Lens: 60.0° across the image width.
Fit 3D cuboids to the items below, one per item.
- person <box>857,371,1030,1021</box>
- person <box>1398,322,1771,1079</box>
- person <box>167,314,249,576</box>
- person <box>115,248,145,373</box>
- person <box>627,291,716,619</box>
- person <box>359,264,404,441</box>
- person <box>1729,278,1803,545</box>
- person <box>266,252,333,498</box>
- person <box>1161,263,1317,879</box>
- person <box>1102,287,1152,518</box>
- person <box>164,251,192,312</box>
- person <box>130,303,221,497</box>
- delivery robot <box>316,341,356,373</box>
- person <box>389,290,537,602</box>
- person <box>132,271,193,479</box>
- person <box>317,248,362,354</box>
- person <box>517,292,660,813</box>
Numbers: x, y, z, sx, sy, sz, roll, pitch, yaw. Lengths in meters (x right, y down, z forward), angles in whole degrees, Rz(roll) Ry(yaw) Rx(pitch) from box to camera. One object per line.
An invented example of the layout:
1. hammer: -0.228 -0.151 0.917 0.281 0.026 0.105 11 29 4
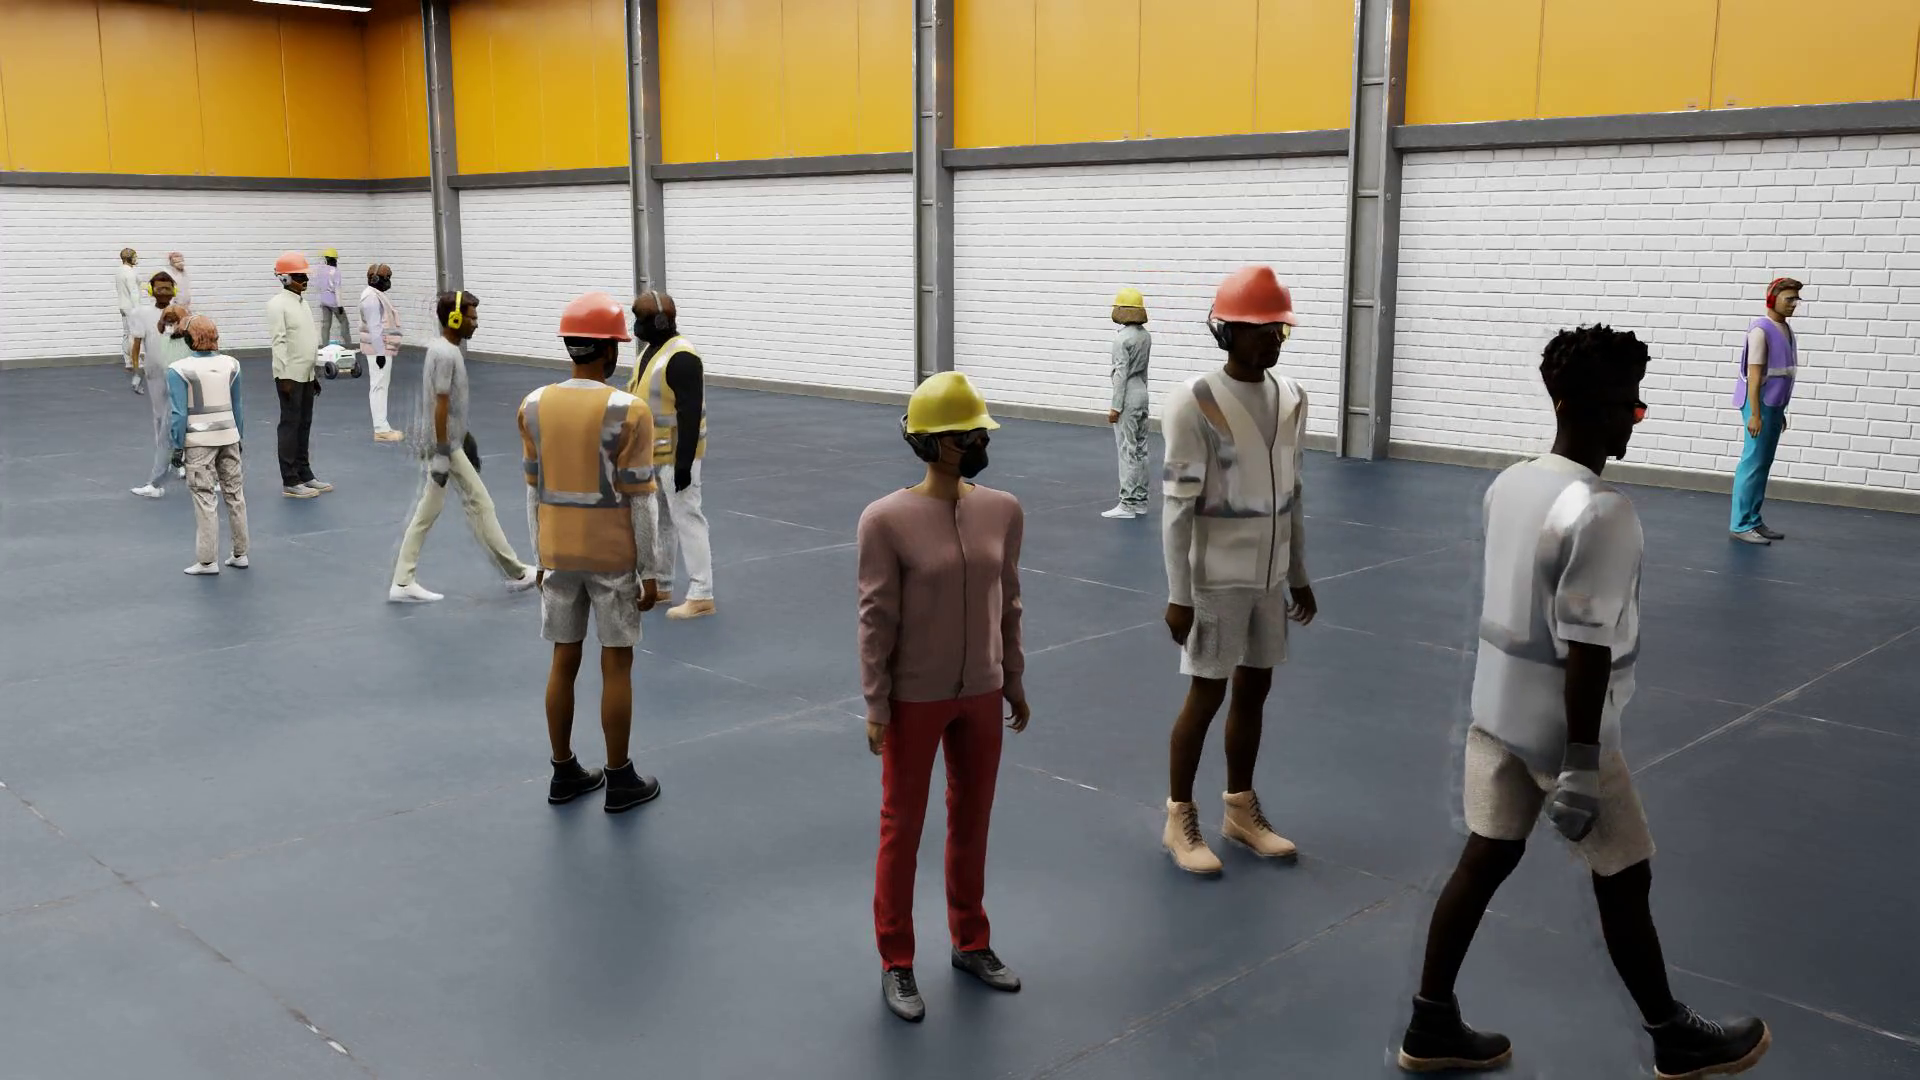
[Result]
1. person: -0.037 0.422 4.586 0.532 1.771 0.304 -7 12 -32
2. person: 1.564 0.432 4.114 0.910 1.918 0.634 -2 11 -8
3. person: -4.730 -0.595 10.485 0.307 1.641 0.513 5 12 27
4. person: -12.824 -3.546 25.760 0.627 1.940 0.372 10 15 44
5. person: -1.647 -0.482 9.351 0.429 1.837 0.639 -6 12 -30
6. person: -6.031 -1.954 17.364 0.430 1.838 0.619 -3 11 -16
7. person: 5.603 -0.901 11.596 0.381 1.841 0.566 10 14 43
8. person: -5.427 -1.351 13.634 0.378 1.996 0.611 0 10 1
9. person: 0.947 0.106 5.560 0.615 2.041 0.388 -8 13 -36
10. person: 1.267 -1.037 12.613 0.297 1.744 0.487 6 12 30
11. person: -12.793 -3.760 27.127 0.555 1.867 0.664 2 11 12
12. person: -6.380 -1.143 13.624 0.535 1.577 0.868 7 12 32
13. delivery robot: -9.376 -2.746 24.919 0.707 0.478 0.477 9 14 40
14. person: -2.899 -0.538 9.712 1.005 1.808 0.530 -4 11 -21
15. person: -7.087 -1.476 14.825 0.533 1.819 0.989 -5 11 -24
16. person: -11.016 -4.206 29.465 0.621 1.898 0.810 6 12 31
17. person: -1.352 0.051 6.192 0.538 1.929 0.382 3 11 16
